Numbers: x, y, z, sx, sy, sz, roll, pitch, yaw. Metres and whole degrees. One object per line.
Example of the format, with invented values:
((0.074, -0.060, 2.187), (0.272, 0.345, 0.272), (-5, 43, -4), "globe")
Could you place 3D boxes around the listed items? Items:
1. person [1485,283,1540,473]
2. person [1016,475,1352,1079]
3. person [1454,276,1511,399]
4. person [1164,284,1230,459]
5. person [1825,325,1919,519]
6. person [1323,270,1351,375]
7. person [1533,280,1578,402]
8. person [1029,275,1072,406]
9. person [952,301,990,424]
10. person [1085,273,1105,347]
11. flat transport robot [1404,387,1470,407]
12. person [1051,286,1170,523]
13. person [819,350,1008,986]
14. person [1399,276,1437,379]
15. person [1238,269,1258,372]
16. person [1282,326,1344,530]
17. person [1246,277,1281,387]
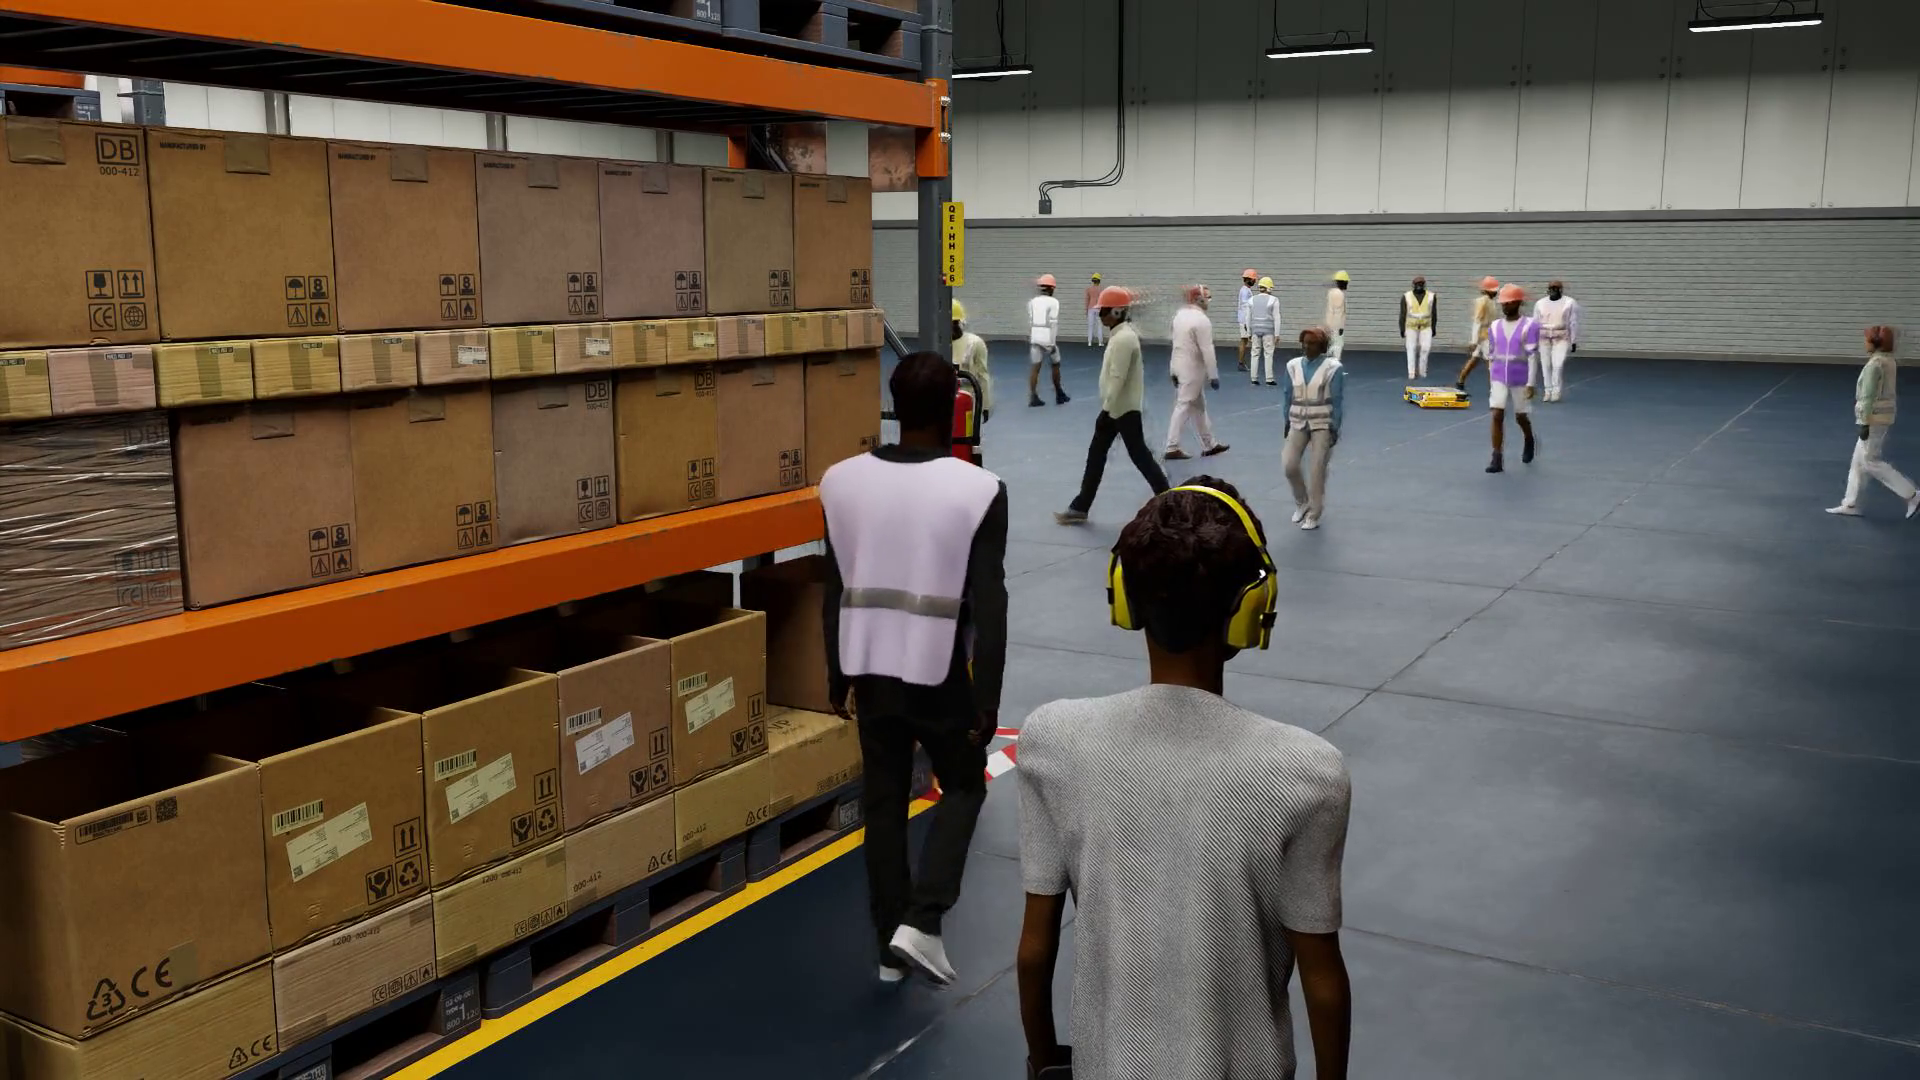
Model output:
((5.629, -1.649, 16.894), (0.546, 1.907, 0.798), (7, 12, 37), "person")
((0.330, 0.836, 2.443), (0.513, 1.872, 0.328), (4, 11, 23), "person")
((8.017, -3.095, 25.477), (0.974, 1.872, 0.571), (5, 11, 28), "person")
((2.601, -1.800, 17.890), (0.931, 1.862, 0.669), (-3, 10, -15), "person")
((7.617, -0.964, 13.716), (0.701, 1.616, 0.516), (8, 13, 40), "person")
((6.884, -3.971, 30.440), (0.497, 1.914, 0.604), (0, 10, -1), "person")
((8.789, -2.947, 24.727), (0.662, 1.821, 0.684), (6, 12, 33), "person")
((1.293, -2.906, 24.280), (0.556, 1.888, 0.943), (8, 13, 39), "person")
((-0.088, -1.223, 14.758), (0.612, 1.775, 0.958), (5, 11, 28), "person")
((3.276, -5.538, 40.069), (0.533, 1.767, 0.312), (2, 10, 14), "person")
((6.957, -2.100, 24.308), (0.652, 0.197, 1.431), (1, 10, 4), "flat transport robot")
((1.313, -1.069, 13.417), (1.041, 1.946, 0.623), (-1, 10, -5), "person")
((-0.149, 0.401, 4.905), (0.605, 1.906, 0.457), (3, 10, 19), "person")
((8.093, -3.742, 29.387), (0.656, 1.821, 0.570), (1, 10, 8), "person")
((5.427, -4.147, 31.422), (0.360, 1.937, 0.542), (2, 10, 9), "person")
((2.789, -0.886, 13.236), (0.531, 1.624, 0.370), (7, 12, 35), "person")
((5.080, -3.474, 27.795), (0.594, 1.828, 0.402), (7, 12, 35), "person")
